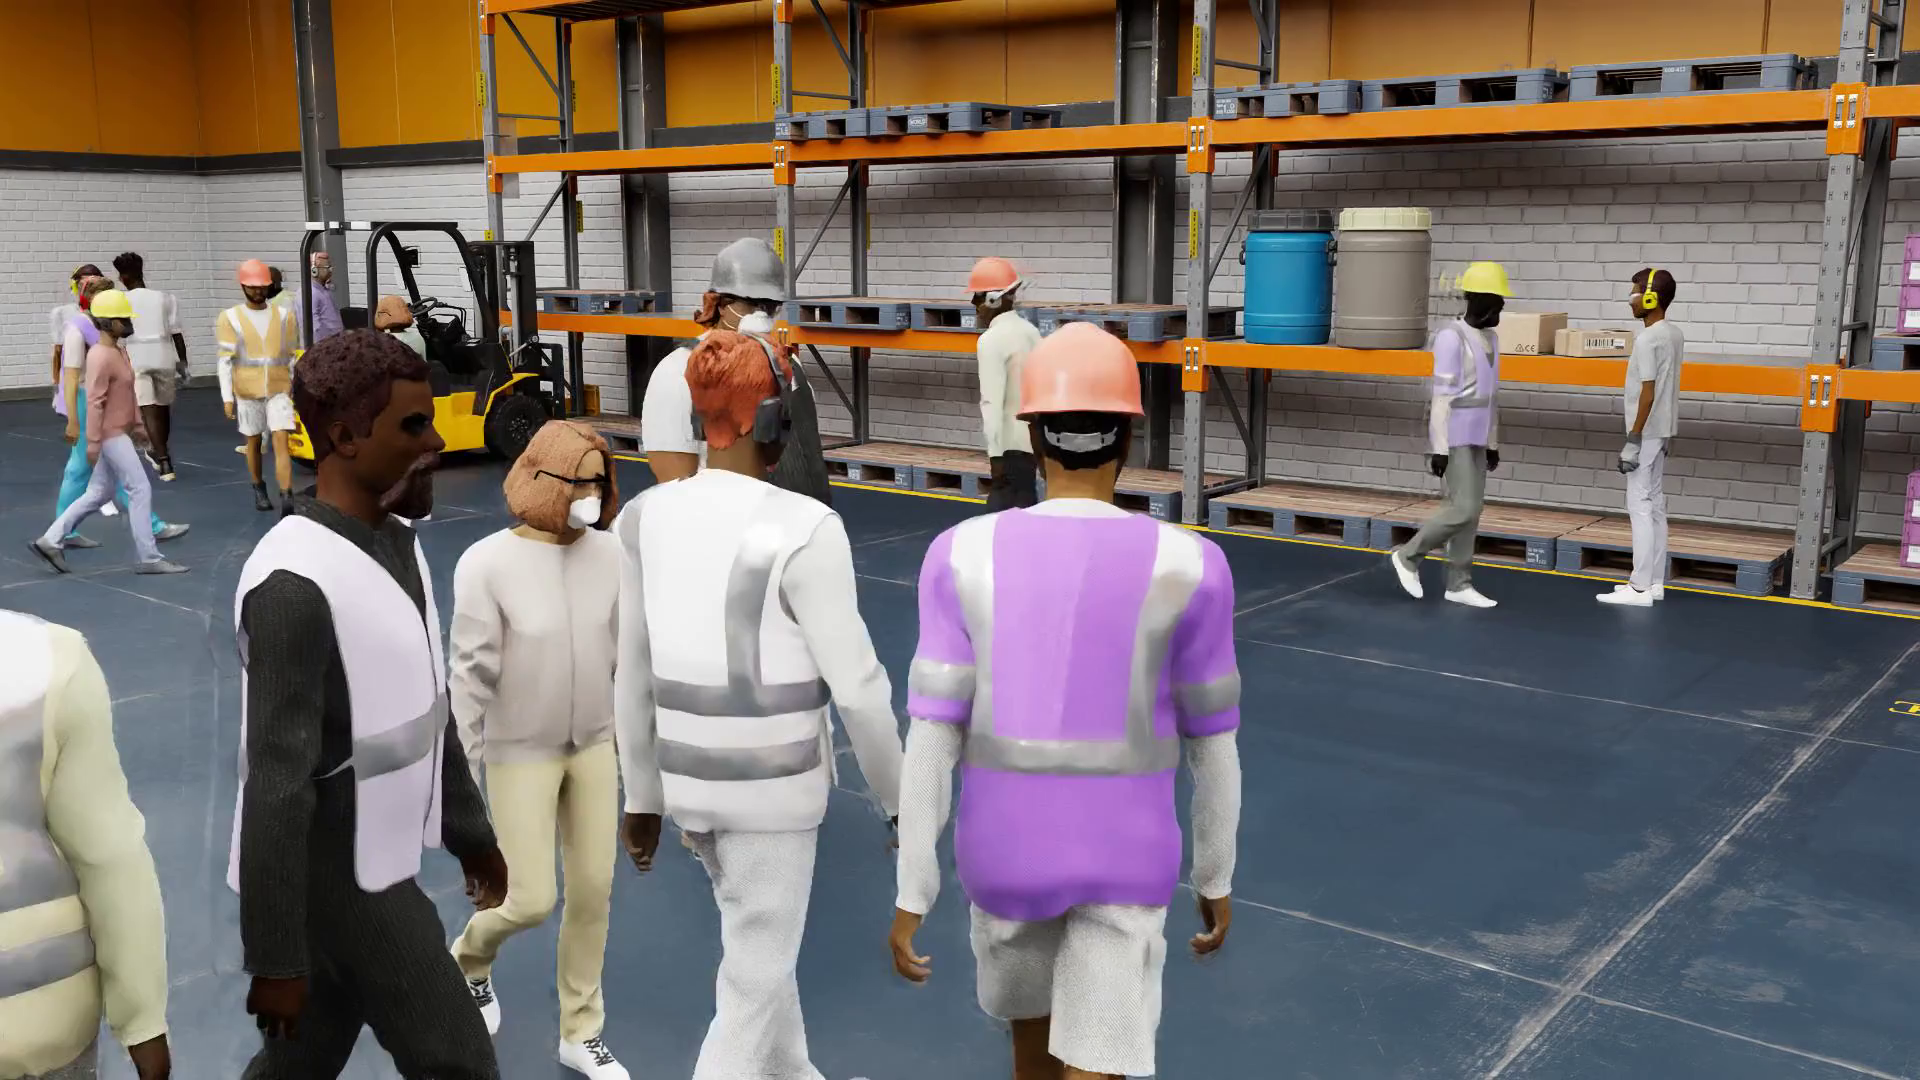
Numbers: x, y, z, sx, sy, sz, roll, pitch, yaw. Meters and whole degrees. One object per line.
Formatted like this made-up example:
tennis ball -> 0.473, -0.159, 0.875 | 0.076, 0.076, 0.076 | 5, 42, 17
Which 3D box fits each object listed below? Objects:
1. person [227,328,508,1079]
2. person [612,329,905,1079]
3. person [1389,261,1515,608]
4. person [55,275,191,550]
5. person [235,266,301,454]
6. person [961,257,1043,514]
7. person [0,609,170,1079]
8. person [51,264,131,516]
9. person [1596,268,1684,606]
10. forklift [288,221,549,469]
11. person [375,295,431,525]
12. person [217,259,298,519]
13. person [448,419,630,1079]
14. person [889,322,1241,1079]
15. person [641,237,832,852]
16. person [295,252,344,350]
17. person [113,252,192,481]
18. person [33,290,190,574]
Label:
person -> -0.979, 0.572, 2.918 | 1.004, 1.868, 0.603 | -1, 10, -7
person -> -0.395, 0.505, 3.369 | 0.595, 1.850, 0.784 | 9, 13, 40
person -> 2.752, -0.567, 9.143 | 0.532, 1.911, 0.604 | 9, 13, 40
person -> -5.582, -0.824, 10.886 | 0.873, 1.789, 0.565 | -4, 11, -21
person -> -6.428, -1.714, 15.876 | 0.640, 1.799, 0.930 | 9, 14, 42
person -> 0.396, -0.506, 8.737 | 0.923, 1.955, 0.627 | 4, 11, 23
person -> -1.516, 0.697, 2.482 | 0.614, 1.779, 0.861 | -5, 11, -26
person -> -6.336, -1.086, 12.174 | 0.544, 1.848, 0.383 | -8, 13, -36
person -> 3.801, -0.565, 9.243 | 0.317, 1.867, 0.531 | 9, 13, 40
forklift -> -4.922, -1.741, 14.854 | 1.214, 2.155, 2.313 | 8, 13, 38
person -> -3.991, -0.921, 11.862 | 0.285, 1.633, 0.497 | 4, 11, 22
person -> -5.105, -1.099, 12.162 | 0.570, 1.879, 1.008 | -6, 12, -32
person -> -1.018, 0.505, 3.999 | 0.488, 1.613, 0.532 | 9, 14, 42
person -> 0.196, 0.563, 2.970 | 0.590, 1.868, 1.064 | 2, 10, 11
person -> -0.677, 0.022, 5.510 | 0.535, 2.000, 0.685 | 7, 12, 34
person -> -5.962, -1.727, 15.571 | 0.399, 1.908, 0.643 | -3, 11, -14
person -> -6.964, -1.482, 14.199 | 0.631, 1.906, 1.010 | -9, 13, -39
person -> -5.178, -0.634, 9.990 | 0.828, 1.734, 0.518 | -3, 11, -18
